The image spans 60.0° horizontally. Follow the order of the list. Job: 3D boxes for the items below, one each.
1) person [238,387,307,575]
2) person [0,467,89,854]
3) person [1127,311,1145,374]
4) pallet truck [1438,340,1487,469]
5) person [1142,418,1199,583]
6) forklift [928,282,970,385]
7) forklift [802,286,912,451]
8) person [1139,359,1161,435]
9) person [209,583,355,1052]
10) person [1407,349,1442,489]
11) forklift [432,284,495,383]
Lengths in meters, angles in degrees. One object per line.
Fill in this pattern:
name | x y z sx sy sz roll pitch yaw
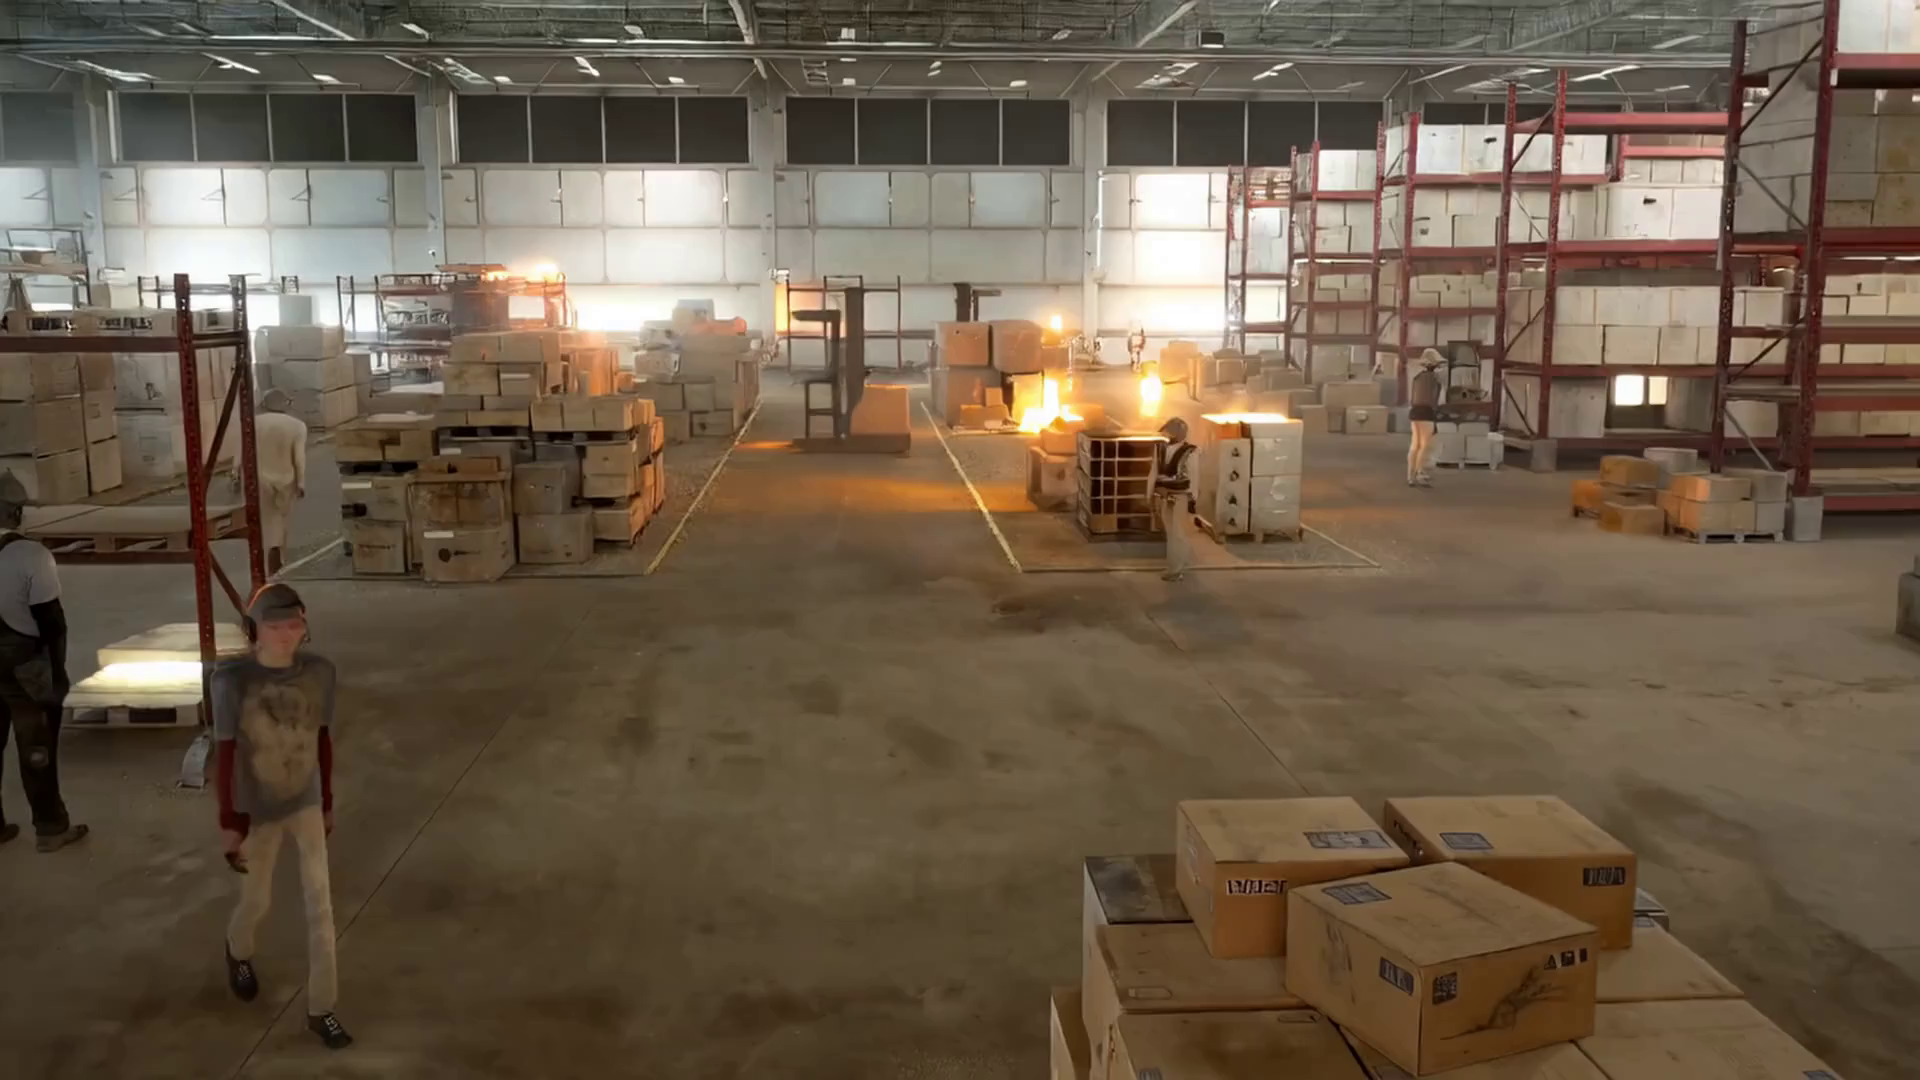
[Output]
person | -6.915 -0.582 16.775 0.660 1.901 0.821 -3 10 -20
person | -4.976 0.624 8.740 0.684 2.000 0.535 1 9 5
person | 5.381 -6.041 50.908 0.542 1.939 0.362 3 9 16
pallet truck | 8.004 -2.170 26.422 0.823 1.965 1.885 2 9 14
person | 2.065 -0.385 16.379 0.471 1.626 0.540 -8 12 -42
forklift | 0.075 -5.570 45.004 1.873 2.768 1.129 -1 9 -4
forklift | -1.795 -2.970 28.679 1.873 2.768 1.129 -1 9 -4
person | 3.001 -2.013 26.376 0.317 1.695 0.540 6 11 33
person | -2.748 1.059 6.658 0.517 1.839 0.859 -7 12 -39
person | 6.605 -1.708 23.580 0.407 1.987 0.607 -3 10 -18
forklift | -10.647 -4.218 36.513 1.873 2.768 1.129 7 11 36
